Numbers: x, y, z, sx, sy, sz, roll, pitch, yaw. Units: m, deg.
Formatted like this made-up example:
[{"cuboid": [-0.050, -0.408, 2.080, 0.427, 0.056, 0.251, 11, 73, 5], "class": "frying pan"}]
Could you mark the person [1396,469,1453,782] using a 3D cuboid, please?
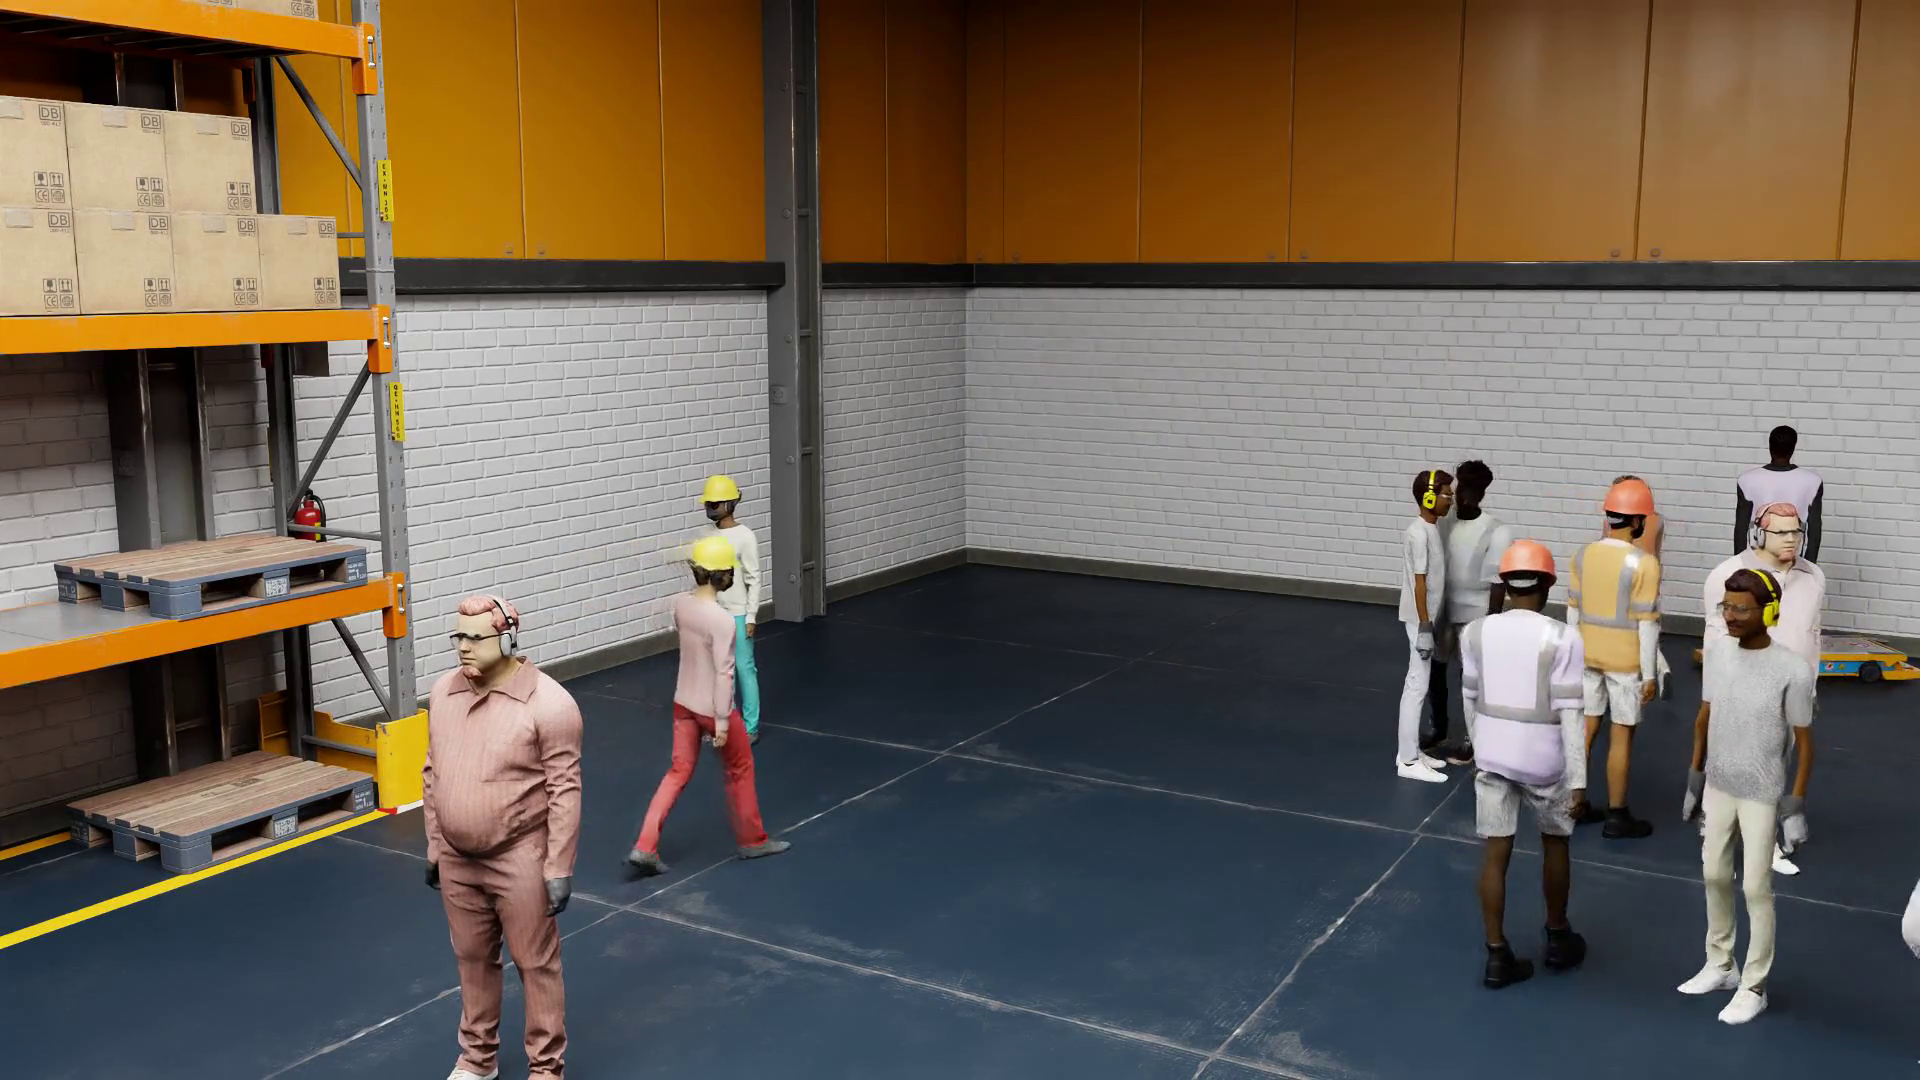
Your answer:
[{"cuboid": [2.807, 0.505, 10.005, 0.328, 1.871, 0.510, 2, 9, 15], "class": "person"}]

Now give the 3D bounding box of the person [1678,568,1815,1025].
[{"cuboid": [3.190, 1.026, 6.769, 0.318, 1.868, 0.532, -5, 10, -28], "class": "person"}]

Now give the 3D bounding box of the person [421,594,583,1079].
[{"cuboid": [-1.666, 1.134, 5.958, 0.639, 1.910, 0.406, 4, 10, 21], "class": "person"}]

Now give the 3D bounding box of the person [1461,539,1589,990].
[{"cuboid": [2.476, 0.950, 7.178, 0.629, 1.882, 0.790, 8, 12, 42], "class": "person"}]

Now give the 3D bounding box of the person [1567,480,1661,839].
[{"cuboid": [3.543, 0.636, 8.976, 0.372, 1.935, 0.551, -5, 10, -28], "class": "person"}]

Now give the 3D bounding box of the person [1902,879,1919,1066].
[{"cuboid": [3.779, 1.232, 6.226, 0.354, 1.619, 0.526, 1, 9, 5], "class": "person"}]

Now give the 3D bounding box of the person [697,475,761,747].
[{"cuboid": [-1.490, 0.463, 10.585, 0.527, 1.767, 0.331, 8, 12, 40], "class": "person"}]

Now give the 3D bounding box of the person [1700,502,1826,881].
[{"cuboid": [4.039, 0.753, 8.340, 0.642, 1.909, 0.399, -2, 9, -10], "class": "person"}]

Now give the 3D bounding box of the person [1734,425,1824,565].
[{"cuboid": [6.018, 0.117, 12.277, 0.588, 1.918, 0.390, 3, 10, 20], "class": "person"}]

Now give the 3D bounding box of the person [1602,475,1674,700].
[{"cuboid": [4.759, 0.352, 11.729, 0.524, 1.616, 0.594, -3, 9, -16], "class": "person"}]

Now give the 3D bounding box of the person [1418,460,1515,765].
[{"cuboid": [3.090, 0.451, 10.171, 0.489, 1.921, 0.661, -6, 11, -31], "class": "person"}]

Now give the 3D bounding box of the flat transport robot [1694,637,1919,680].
[{"cuboid": [6.421, 0.885, 12.603, 1.431, 0.197, 0.652, 0, 9, 1], "class": "flat transport robot"}]

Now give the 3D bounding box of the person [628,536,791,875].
[{"cuboid": [-1.305, 0.831, 8.414, 0.869, 1.727, 0.522, -9, 13, -44], "class": "person"}]
